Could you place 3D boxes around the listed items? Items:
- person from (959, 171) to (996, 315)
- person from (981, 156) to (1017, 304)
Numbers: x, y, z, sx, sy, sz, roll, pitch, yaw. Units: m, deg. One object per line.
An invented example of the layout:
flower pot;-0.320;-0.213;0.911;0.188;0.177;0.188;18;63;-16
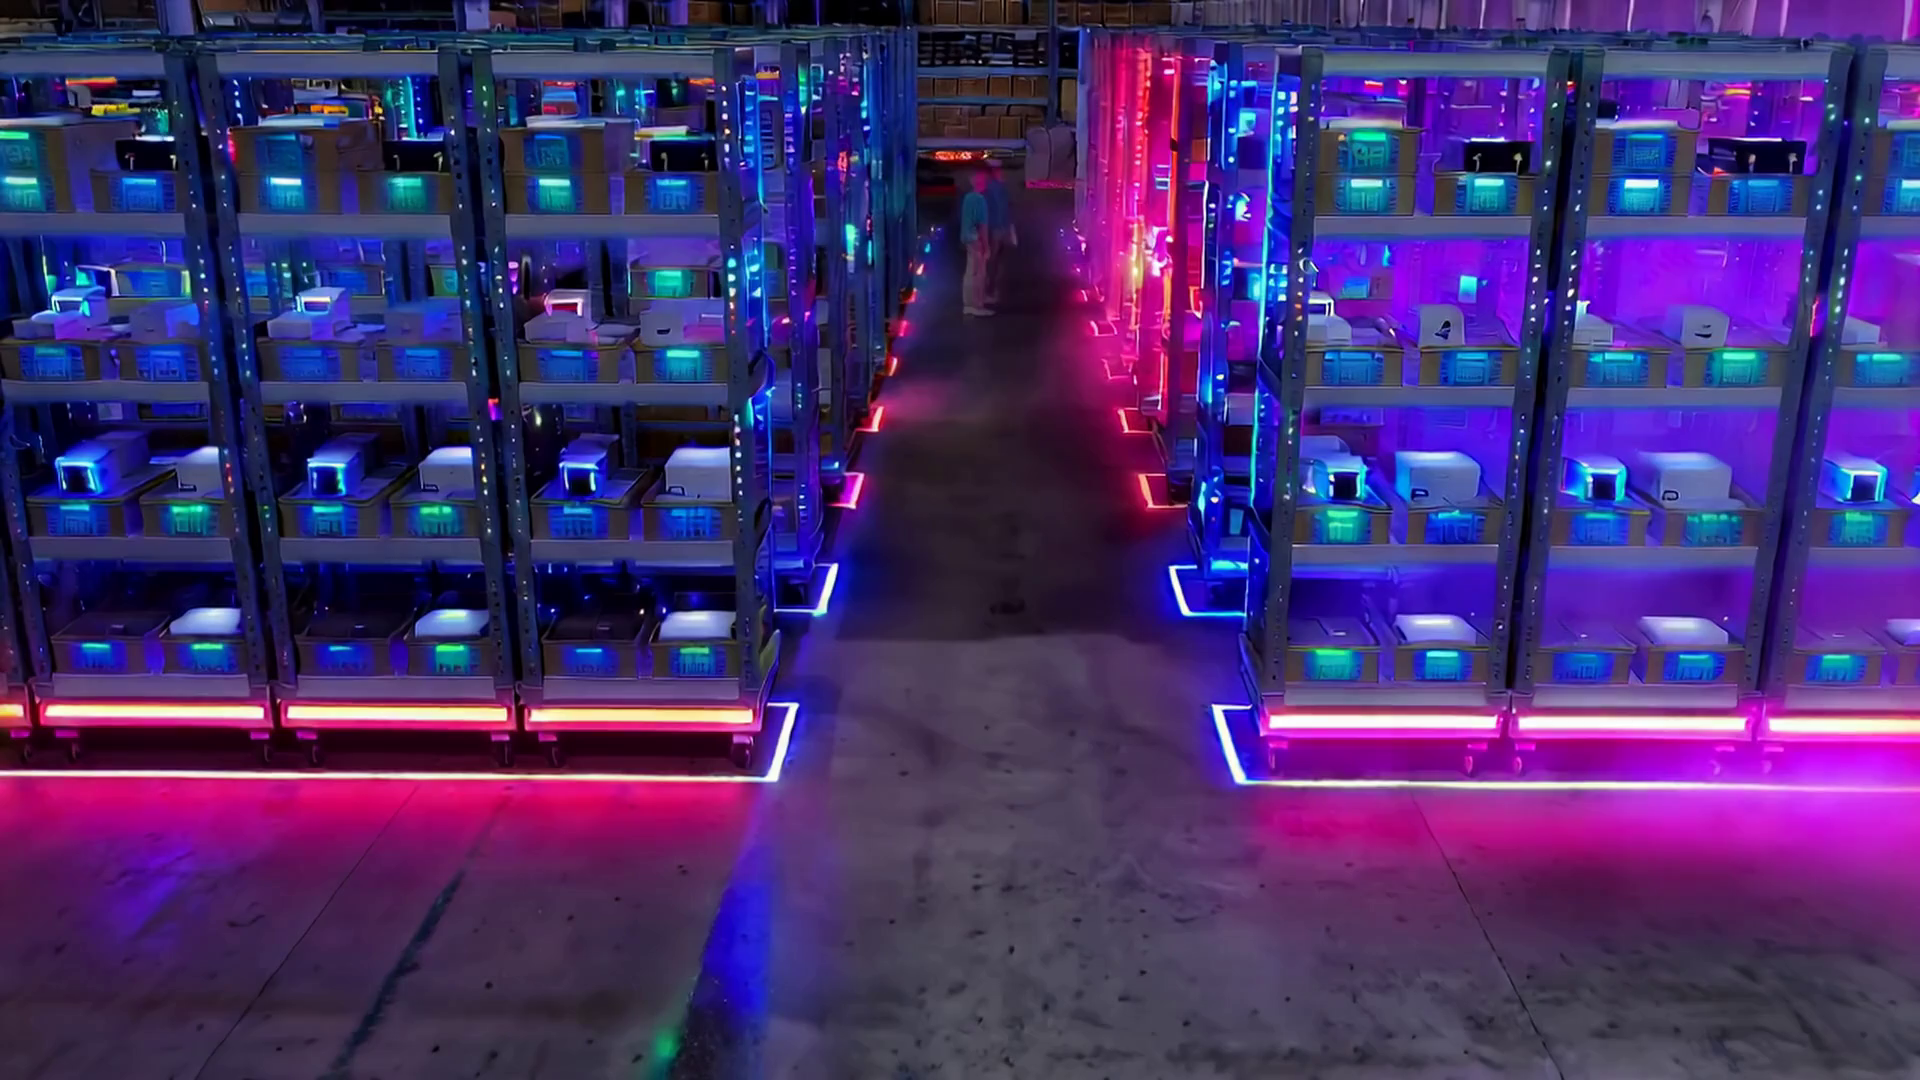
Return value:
person;0.206;-3.861;21.635;0.387;1.849;0.566;-10;20;-28
person;0.502;-4.192;22.514;0.722;1.954;0.686;-10;20;-29
